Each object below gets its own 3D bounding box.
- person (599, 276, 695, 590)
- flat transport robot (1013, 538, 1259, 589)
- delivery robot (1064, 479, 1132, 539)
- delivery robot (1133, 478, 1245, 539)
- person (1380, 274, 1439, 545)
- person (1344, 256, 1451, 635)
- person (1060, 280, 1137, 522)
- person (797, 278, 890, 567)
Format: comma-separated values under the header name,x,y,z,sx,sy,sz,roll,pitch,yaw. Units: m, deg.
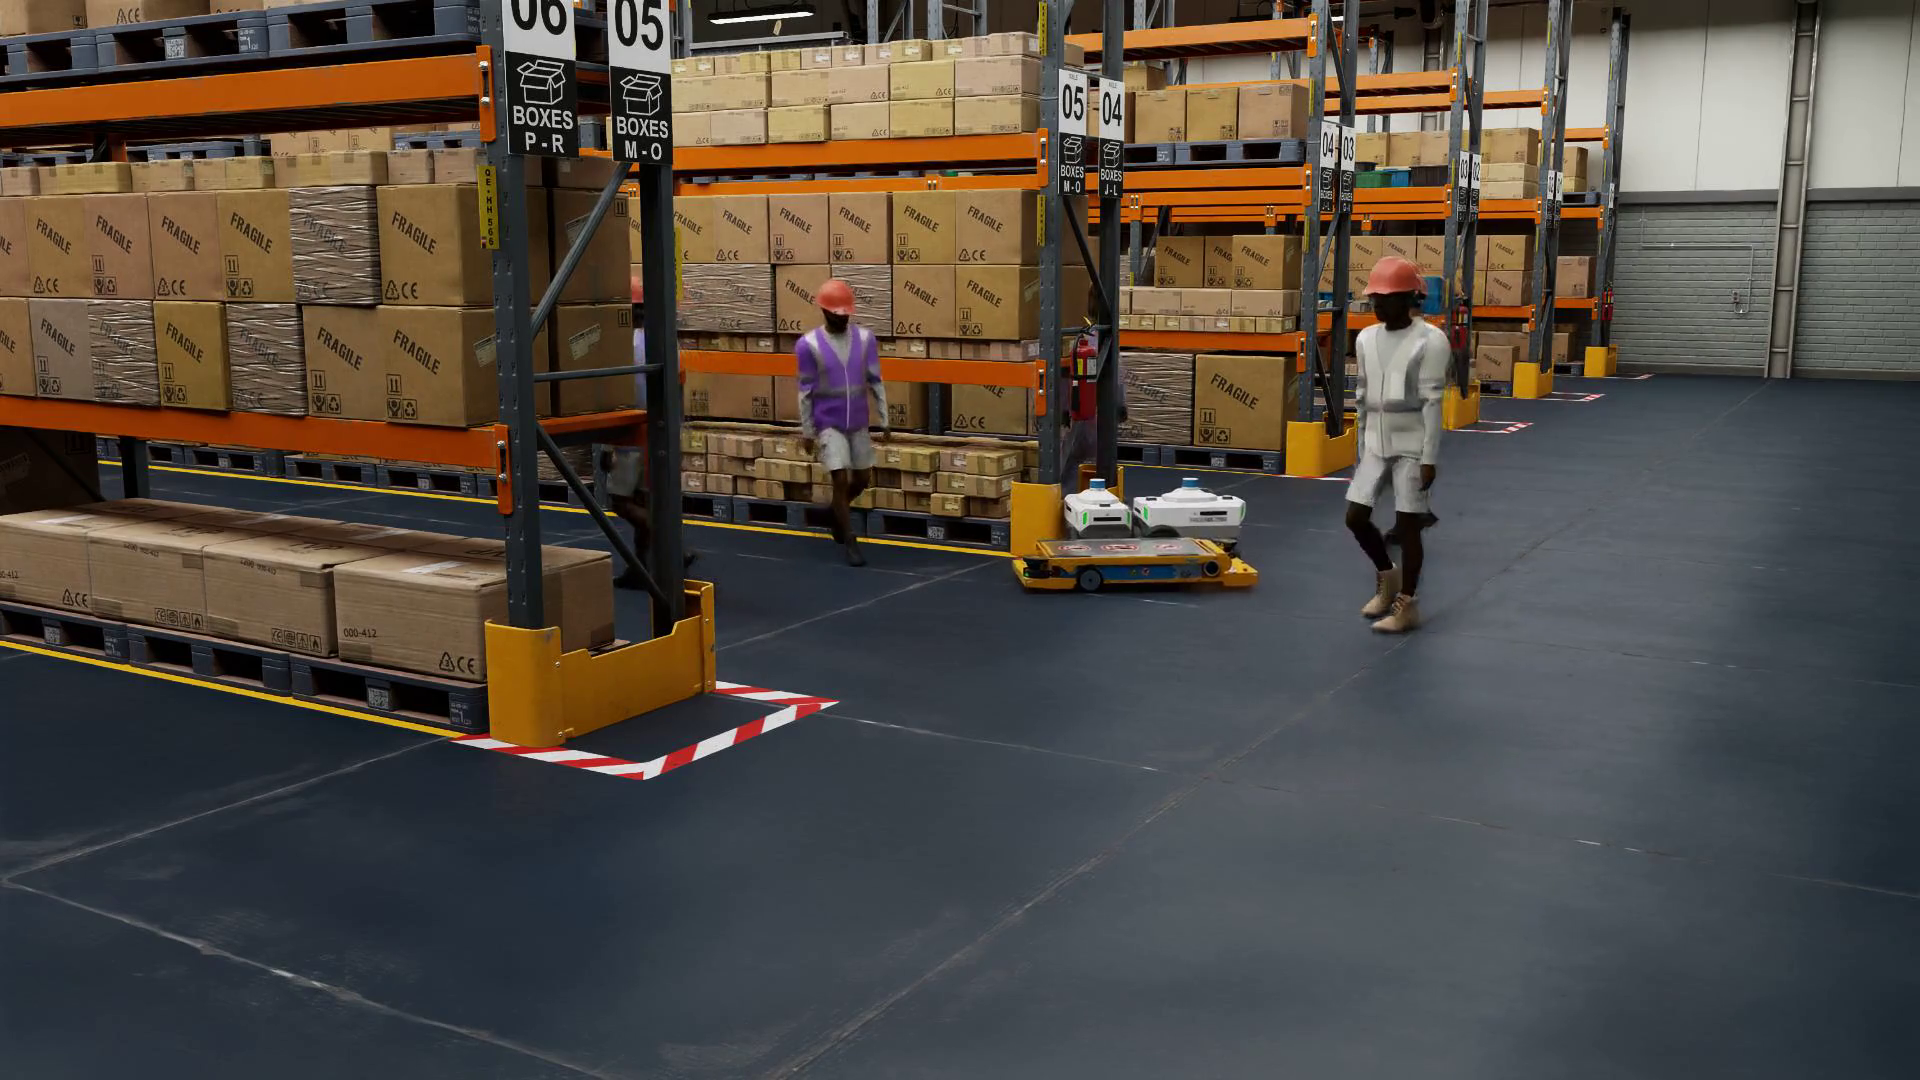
name,x,y,z,sx,sy,sz,roll,pitch,yaw
person,-1.877,-0.613,9.934,0.658,1.918,0.553,5,11,29
flat transport robot,1.076,0.137,10.353,1.431,0.197,0.652,-1,10,-5
delivery robot,0.905,-0.163,11.006,0.477,0.478,0.707,-1,10,-7
delivery robot,1.524,-0.172,11.062,0.707,0.478,0.477,-1,10,-7
person,3.123,-0.900,11.613,0.455,1.917,0.569,7,12,36
person,2.318,-0.487,8.892,0.434,2.029,0.625,-7,12,-37
person,1.017,-1.088,12.956,1.008,1.870,0.657,7,12,35
person,-0.802,-0.789,11.033,0.623,1.895,0.732,-4,10,-22
